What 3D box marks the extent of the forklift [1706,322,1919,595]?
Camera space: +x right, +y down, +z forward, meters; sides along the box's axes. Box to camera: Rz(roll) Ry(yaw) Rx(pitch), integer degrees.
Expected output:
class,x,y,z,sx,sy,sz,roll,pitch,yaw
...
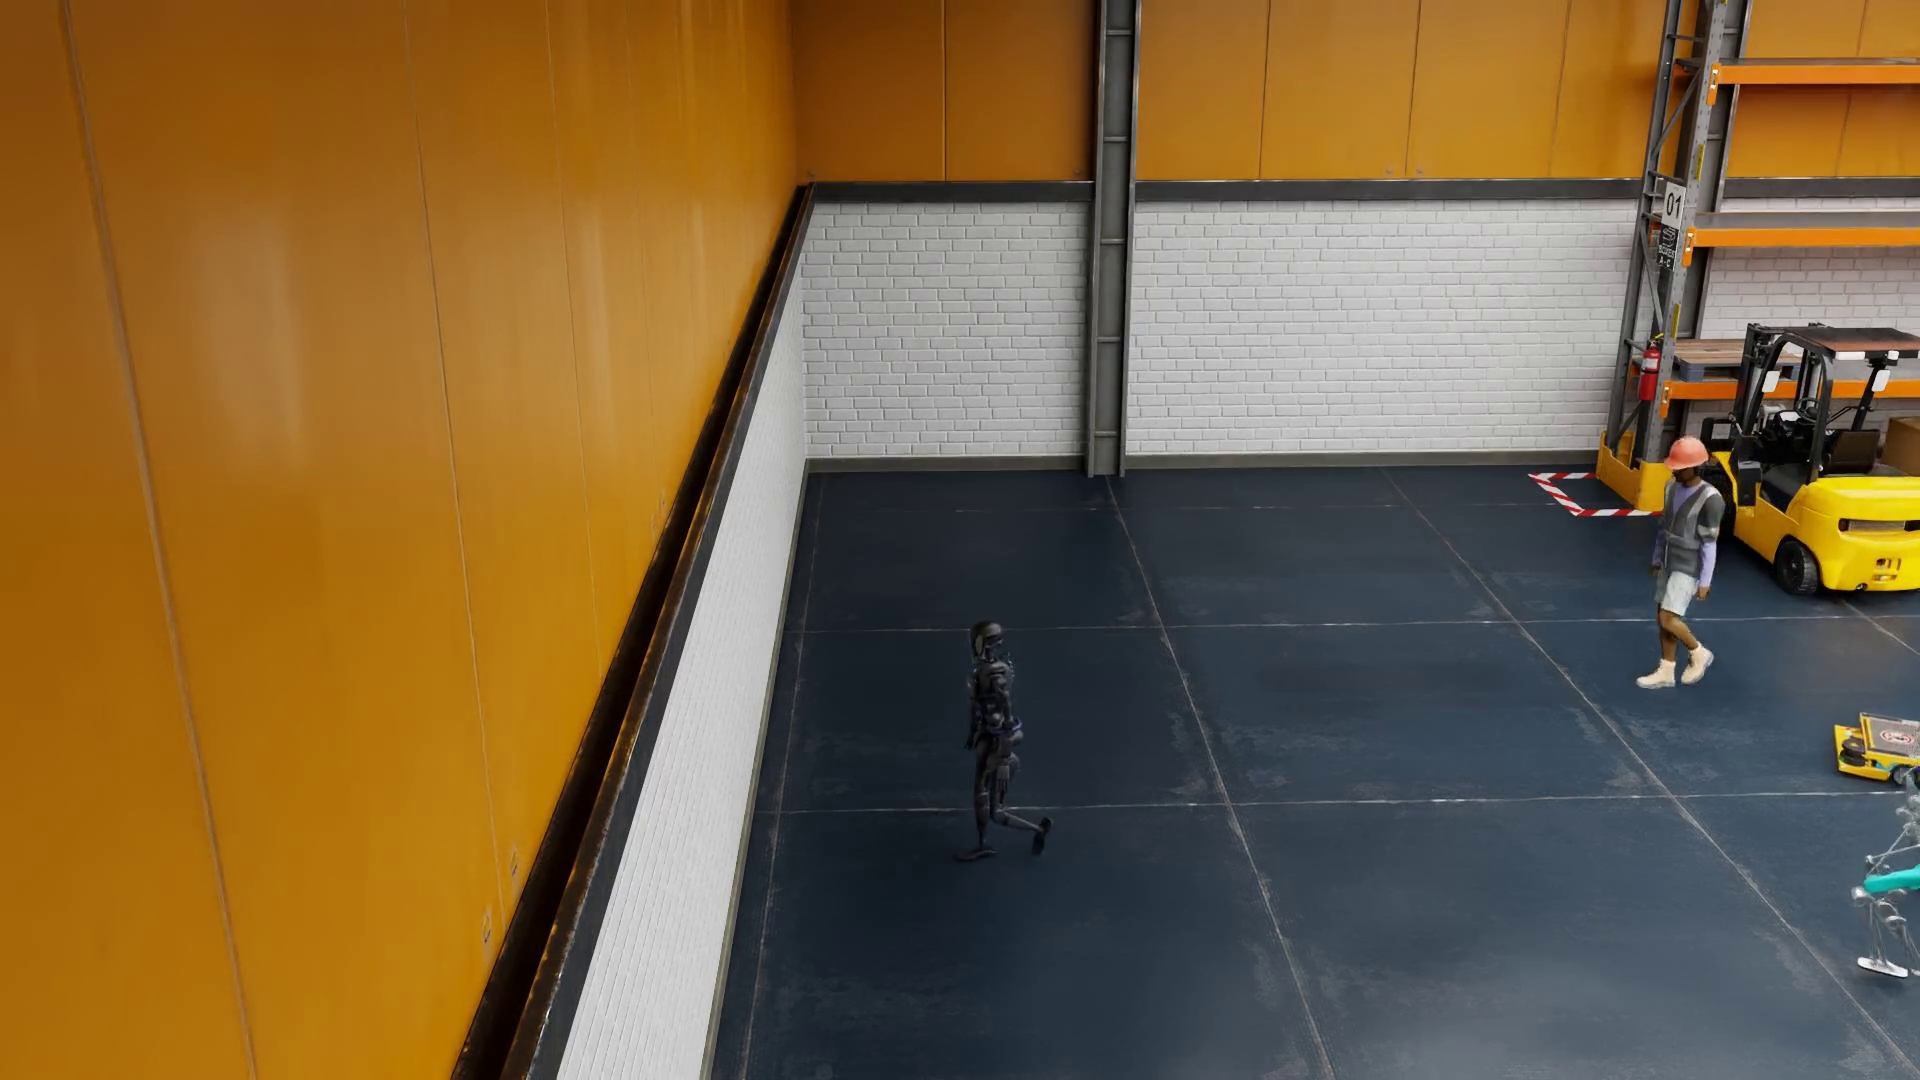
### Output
class,x,y,z,sx,sy,sz,roll,pitch,yaw
forklift,7.809,-0.792,14.926,1.214,2.155,2.313,-1,20,-2

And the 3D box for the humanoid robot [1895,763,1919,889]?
class,x,y,z,sx,sy,sz,roll,pitch,yaw
humanoid robot,5.841,1.366,9.794,0.677,1.842,0.544,7,21,18

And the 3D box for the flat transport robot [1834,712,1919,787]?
class,x,y,z,sx,sy,sz,roll,pitch,yaw
flat transport robot,6.834,1.519,11.436,1.431,0.231,0.659,9,22,22

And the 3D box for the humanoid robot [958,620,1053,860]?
class,x,y,z,sx,sy,sz,roll,pitch,yaw
humanoid robot,0.274,1.222,10.211,0.571,1.637,0.609,-8,22,-20

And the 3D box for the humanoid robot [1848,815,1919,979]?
class,x,y,z,sx,sy,sz,roll,pitch,yaw
humanoid robot,5.203,1.671,8.960,0.763,1.800,0.549,6,21,16

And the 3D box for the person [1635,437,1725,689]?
class,x,y,z,sx,sy,sz,roll,pitch,yaw
person,5.419,0.196,12.494,0.515,2.019,0.649,-4,21,-10
